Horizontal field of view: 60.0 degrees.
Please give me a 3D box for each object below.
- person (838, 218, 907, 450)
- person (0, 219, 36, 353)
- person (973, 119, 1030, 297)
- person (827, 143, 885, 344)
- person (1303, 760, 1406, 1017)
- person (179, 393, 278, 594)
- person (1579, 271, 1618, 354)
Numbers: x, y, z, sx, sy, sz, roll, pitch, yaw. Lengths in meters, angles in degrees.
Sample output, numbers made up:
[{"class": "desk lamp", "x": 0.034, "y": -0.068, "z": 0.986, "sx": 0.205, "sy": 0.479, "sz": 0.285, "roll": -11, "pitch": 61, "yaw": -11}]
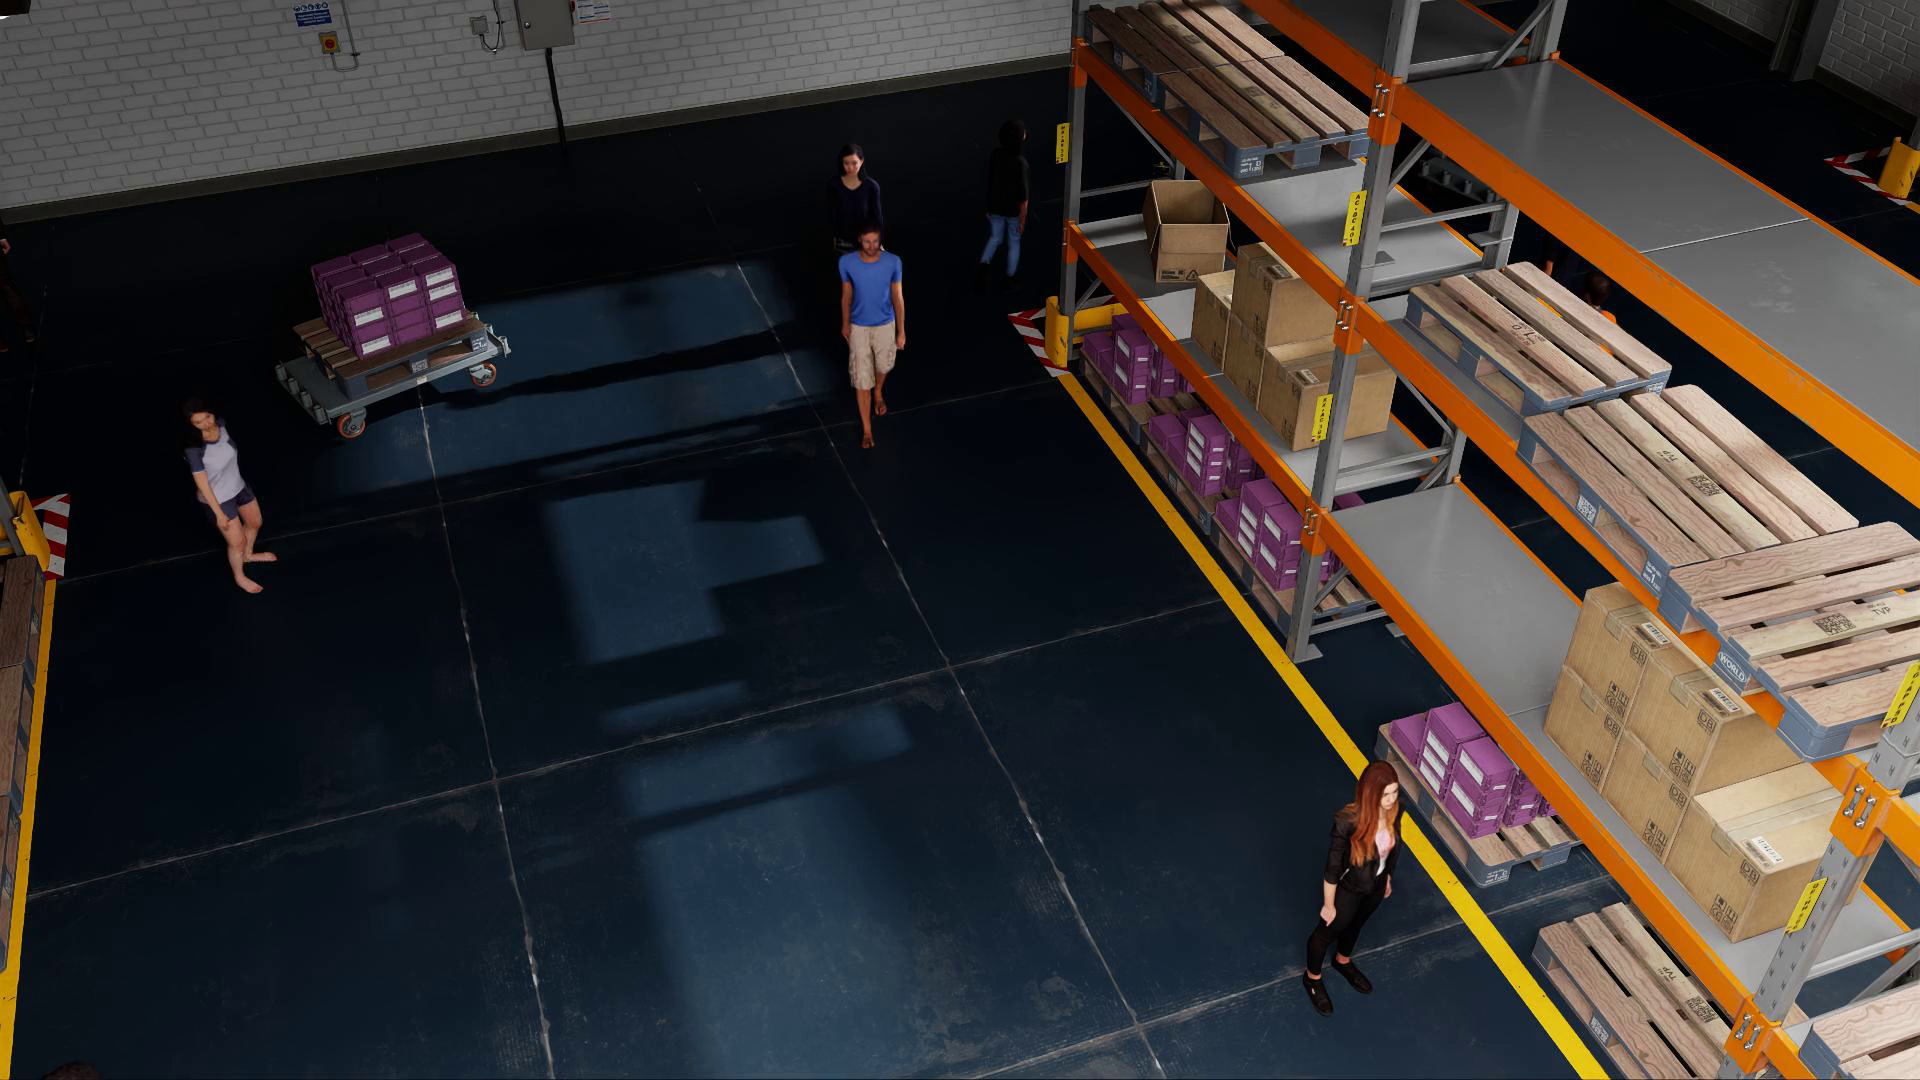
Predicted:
[{"class": "person", "x": -0.693, "y": -1.708, "z": 12.876, "sx": 0.790, "sy": 1.823, "sz": 1.194, "roll": -5, "pitch": 39, "yaw": -6}, {"class": "person", "x": -8.164, "y": -2.434, "z": 13.754, "sx": 0.768, "sy": 1.862, "sz": 0.734, "roll": -31, "pitch": 48, "yaw": -33}, {"class": "person", "x": 0.365, "y": -2.795, "z": 14.348, "sx": 0.898, "sy": 1.685, "sz": 0.925, "roll": 20, "pitch": 43, "yaw": 23}, {"class": "person", "x": -0.855, "y": -2.591, "z": 14.083, "sx": 0.932, "sy": 1.696, "sz": 1.187, "roll": 2, "pitch": 39, "yaw": 3}, {"class": "person", "x": 2.046, "y": 1.762, "z": 8.619, "sx": 0.630, "sy": 1.713, "sz": 0.569, "roll": -19, "pitch": 43, "yaw": -23}, {"class": "person", "x": -5.013, "y": -0.332, "z": 11.277, "sx": 0.880, "sy": 1.668, "sz": 0.748, "roll": -4, "pitch": 39, "yaw": -5}, {"class": "person", "x": 4.462, "y": -1.043, "z": 12.018, "sx": 0.776, "sy": 1.854, "sz": 0.818, "roll": -20, "pitch": 43, "yaw": -24}]
